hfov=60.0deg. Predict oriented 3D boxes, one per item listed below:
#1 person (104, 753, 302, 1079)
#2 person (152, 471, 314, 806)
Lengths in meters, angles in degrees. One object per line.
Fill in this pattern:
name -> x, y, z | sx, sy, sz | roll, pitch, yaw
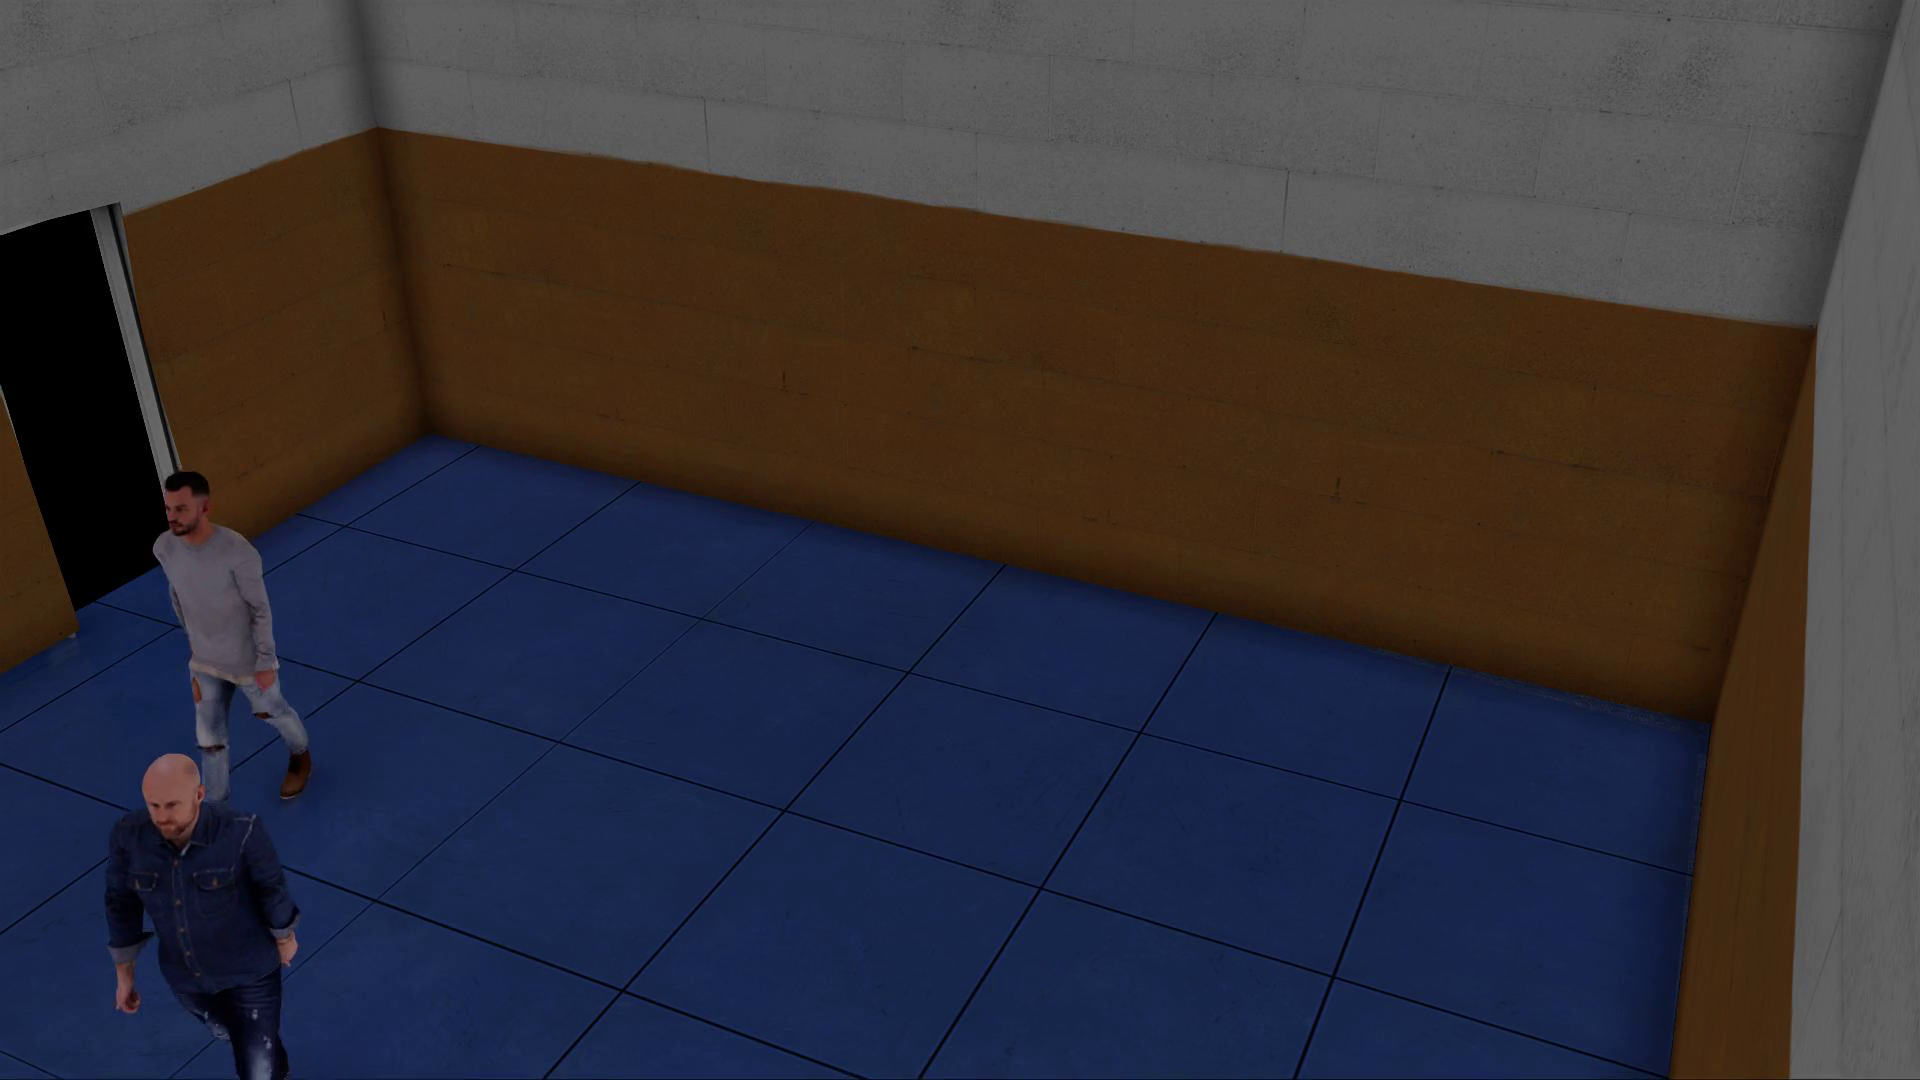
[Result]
person -> -2.580, 1.452, 5.860 | 1.202, 1.783, 1.098 | 1, 29, 1
person -> -3.287, 0.482, 7.626 | 1.131, 1.794, 0.948 | 5, 29, 10
